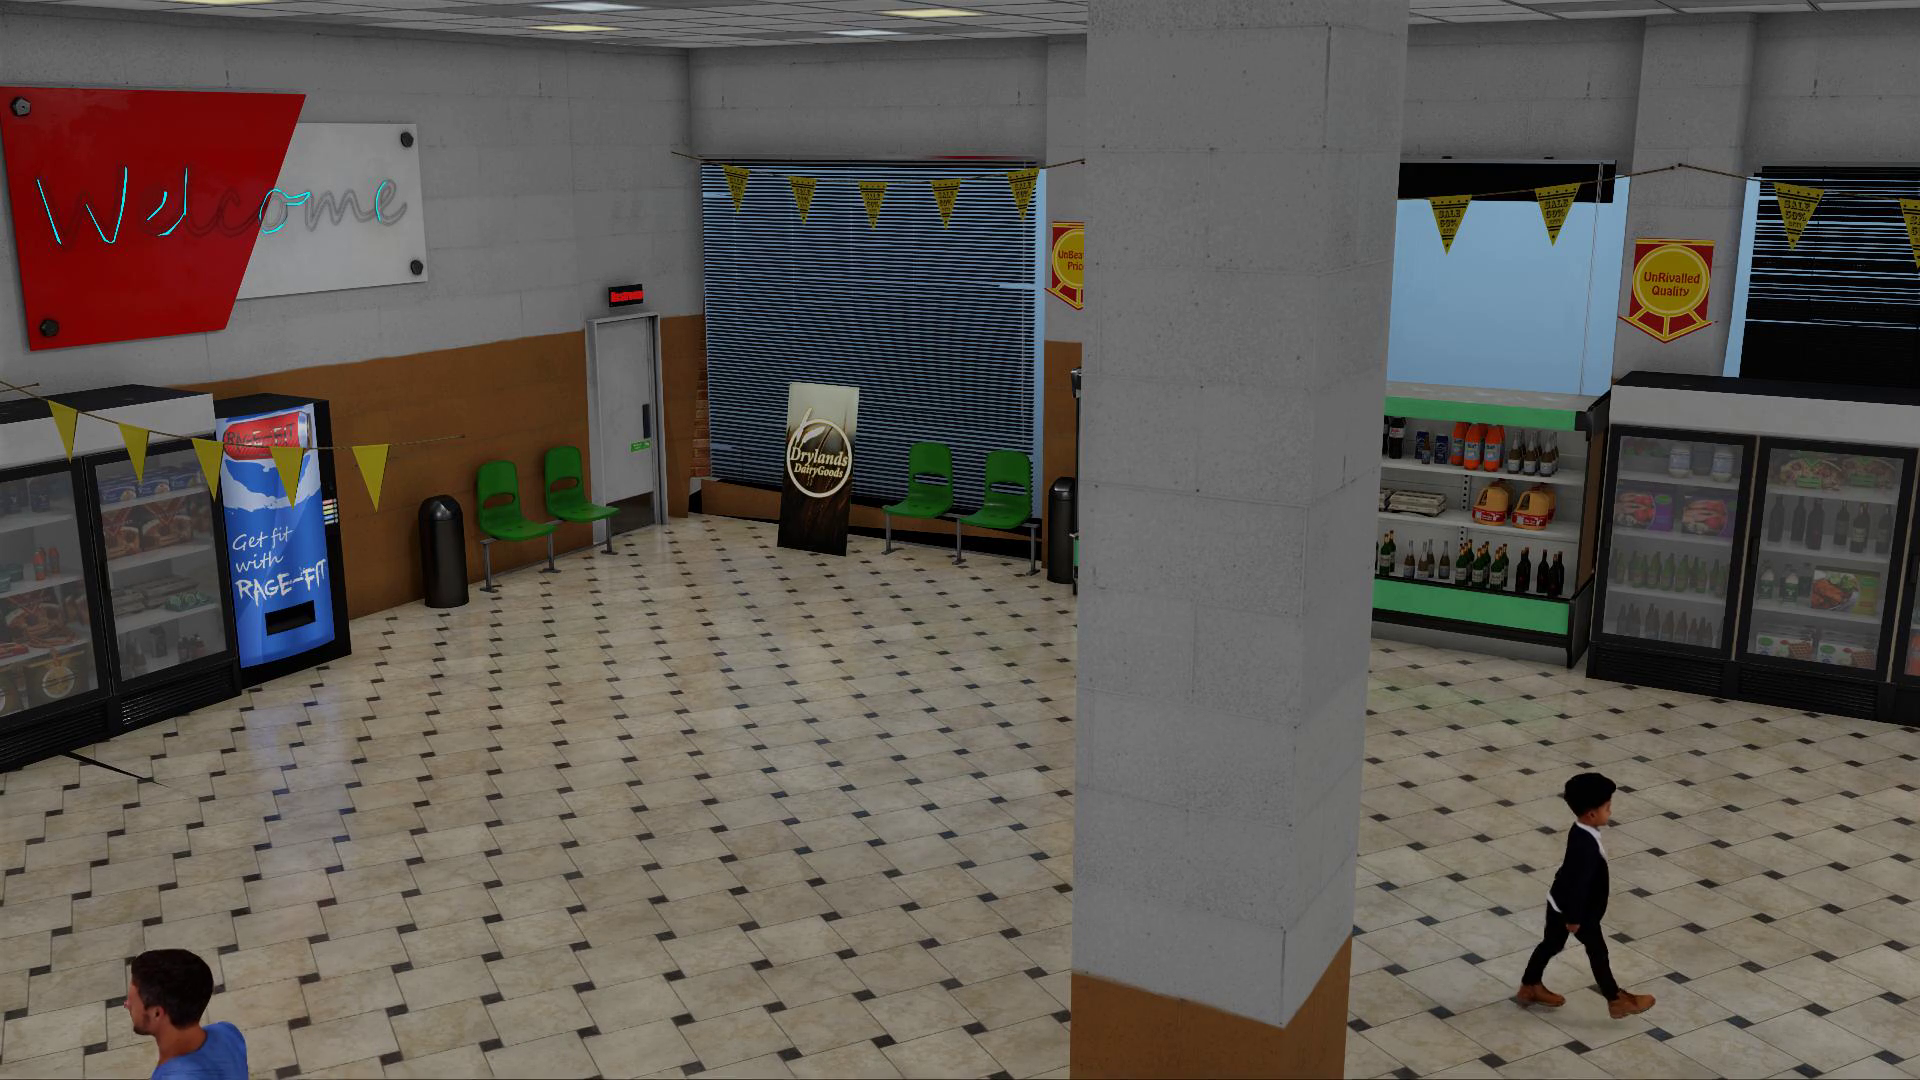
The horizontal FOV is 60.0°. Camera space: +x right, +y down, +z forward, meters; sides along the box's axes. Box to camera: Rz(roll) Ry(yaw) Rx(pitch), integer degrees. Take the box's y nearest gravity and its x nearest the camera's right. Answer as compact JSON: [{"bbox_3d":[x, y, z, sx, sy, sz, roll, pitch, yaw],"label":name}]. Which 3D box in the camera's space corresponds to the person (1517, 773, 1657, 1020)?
[{"bbox_3d":[2.863,1.697,7.879,0.891,1.190,0.683,2,14,10],"label":"person"}]

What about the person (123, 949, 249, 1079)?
[{"bbox_3d":[-2.122,2.077,4.913,0.820,1.850,0.773,1,14,4],"label":"person"}]
